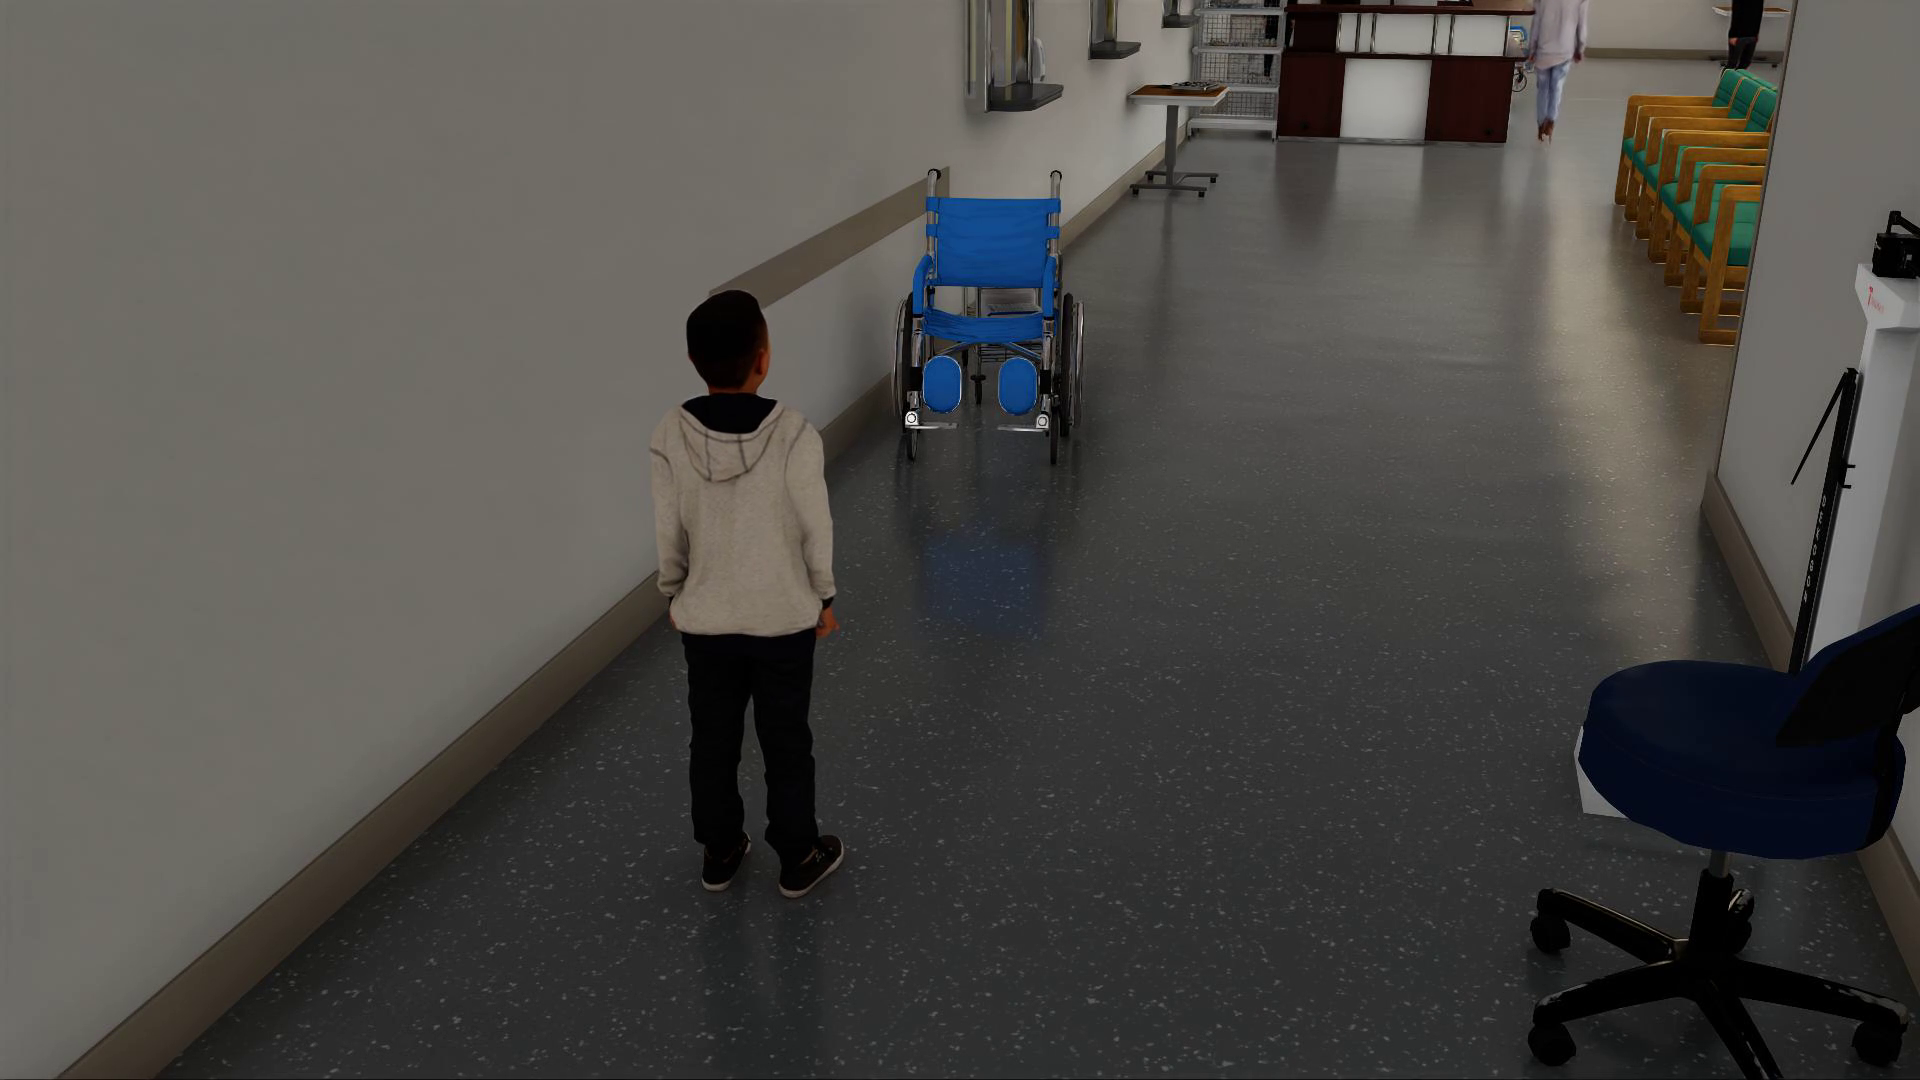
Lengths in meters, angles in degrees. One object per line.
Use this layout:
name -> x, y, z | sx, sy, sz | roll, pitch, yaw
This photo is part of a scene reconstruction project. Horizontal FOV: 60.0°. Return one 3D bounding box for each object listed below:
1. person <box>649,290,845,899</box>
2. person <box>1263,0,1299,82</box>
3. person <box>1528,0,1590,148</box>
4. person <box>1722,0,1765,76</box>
person -> -0.497, 0.150, 3.844 | 0.458, 1.455, 0.644 | 4, 21, 11
person -> 4.197, -6.805, 21.844 | 0.432, 1.711, 0.649 | 8, 22, 19
person -> 5.863, -4.784, 16.369 | 1.099, 1.810, 0.827 | 8, 22, 19
person -> 9.482, -6.153, 20.109 | 0.699, 1.722, 0.765 | -11, 23, -27
